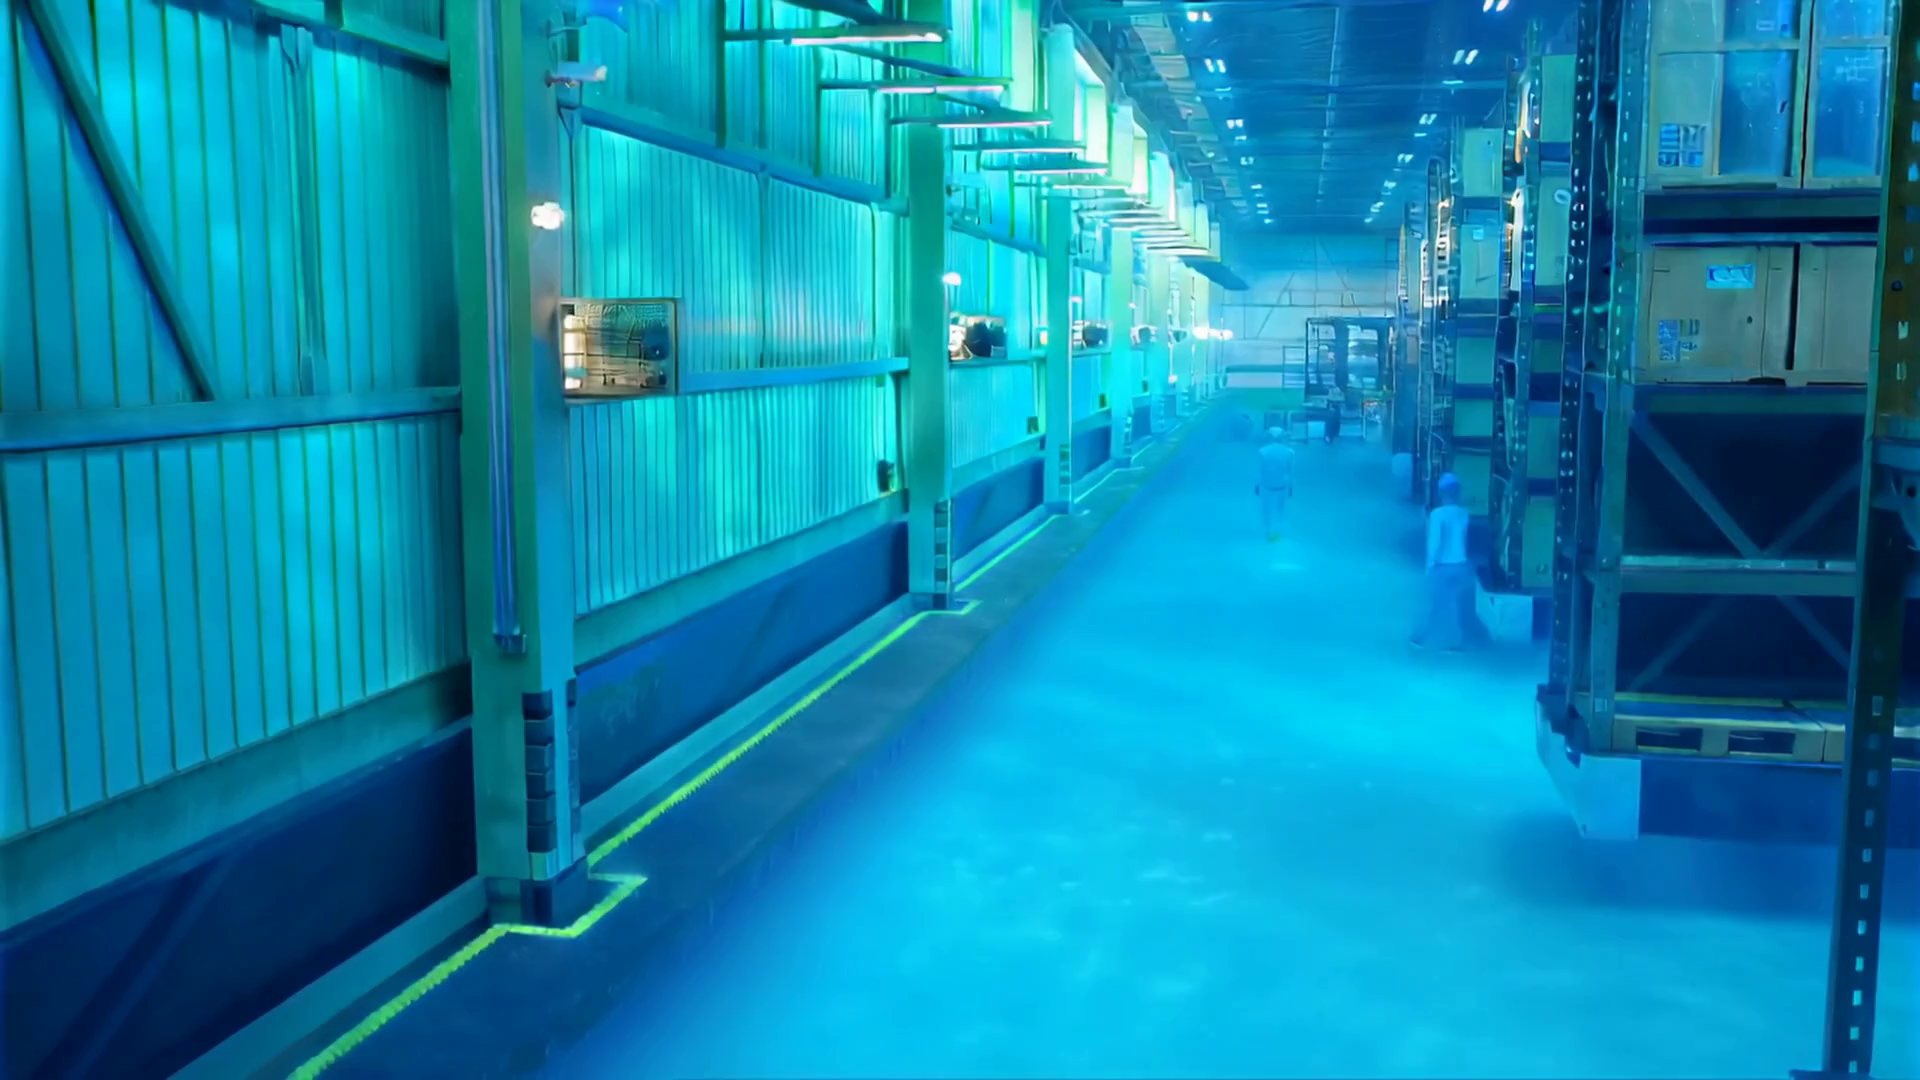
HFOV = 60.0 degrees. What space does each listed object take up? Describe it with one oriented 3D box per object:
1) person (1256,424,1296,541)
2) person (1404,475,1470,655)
[{"bbox_3d":[4.673,-0.836,24.587,0.584,1.739,0.435,1,7,9],"label":"person"},{"bbox_3d":[4.644,0.232,16.106,0.600,1.713,0.741,-4,8,-30],"label":"person"}]
